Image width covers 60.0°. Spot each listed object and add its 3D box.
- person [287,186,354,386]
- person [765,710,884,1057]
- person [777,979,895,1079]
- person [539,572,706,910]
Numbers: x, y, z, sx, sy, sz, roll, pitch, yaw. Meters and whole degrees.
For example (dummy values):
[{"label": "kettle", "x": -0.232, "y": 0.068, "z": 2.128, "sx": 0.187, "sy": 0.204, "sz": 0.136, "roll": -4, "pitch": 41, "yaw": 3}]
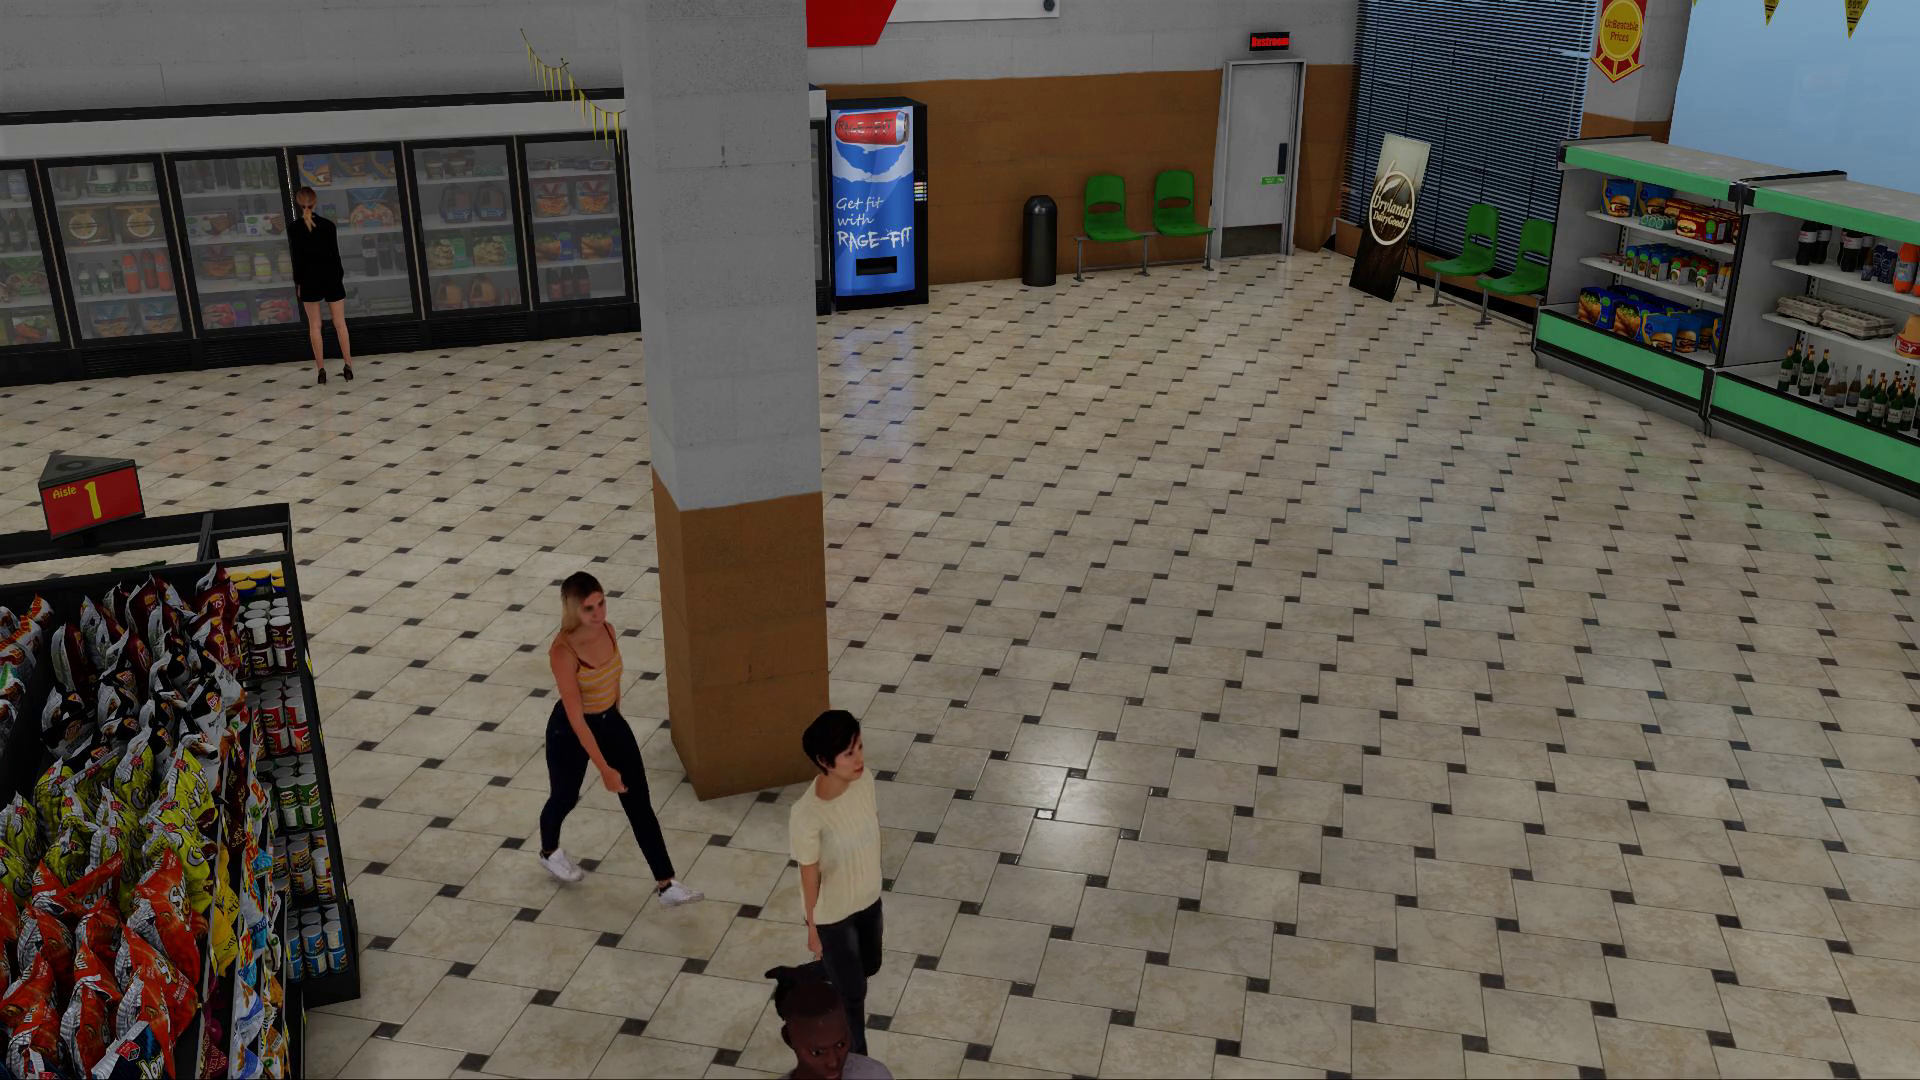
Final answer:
[{"label": "person", "x": -5.733, "y": -2.276, "z": 14.887, "sx": 0.597, "sy": 1.767, "sz": 0.548, "roll": -10, "pitch": 24, "yaw": -24}, {"label": "person", "x": -0.484, "y": 1.337, "z": 6.159, "sx": 0.992, "sy": 1.570, "sz": 0.879, "roll": 15, "pitch": 26, "yaw": 33}, {"label": "person", "x": -0.353, "y": 1.913, "z": 4.453, "sx": 0.658, "sy": 1.772, "sz": 0.605, "roll": -15, "pitch": 26, "yaw": -32}, {"label": "person", "x": -1.696, "y": 0.884, "z": 7.273, "sx": 1.215, "sy": 1.579, "sz": 1.053, "roll": 13, "pitch": 25, "yaw": 29}]
